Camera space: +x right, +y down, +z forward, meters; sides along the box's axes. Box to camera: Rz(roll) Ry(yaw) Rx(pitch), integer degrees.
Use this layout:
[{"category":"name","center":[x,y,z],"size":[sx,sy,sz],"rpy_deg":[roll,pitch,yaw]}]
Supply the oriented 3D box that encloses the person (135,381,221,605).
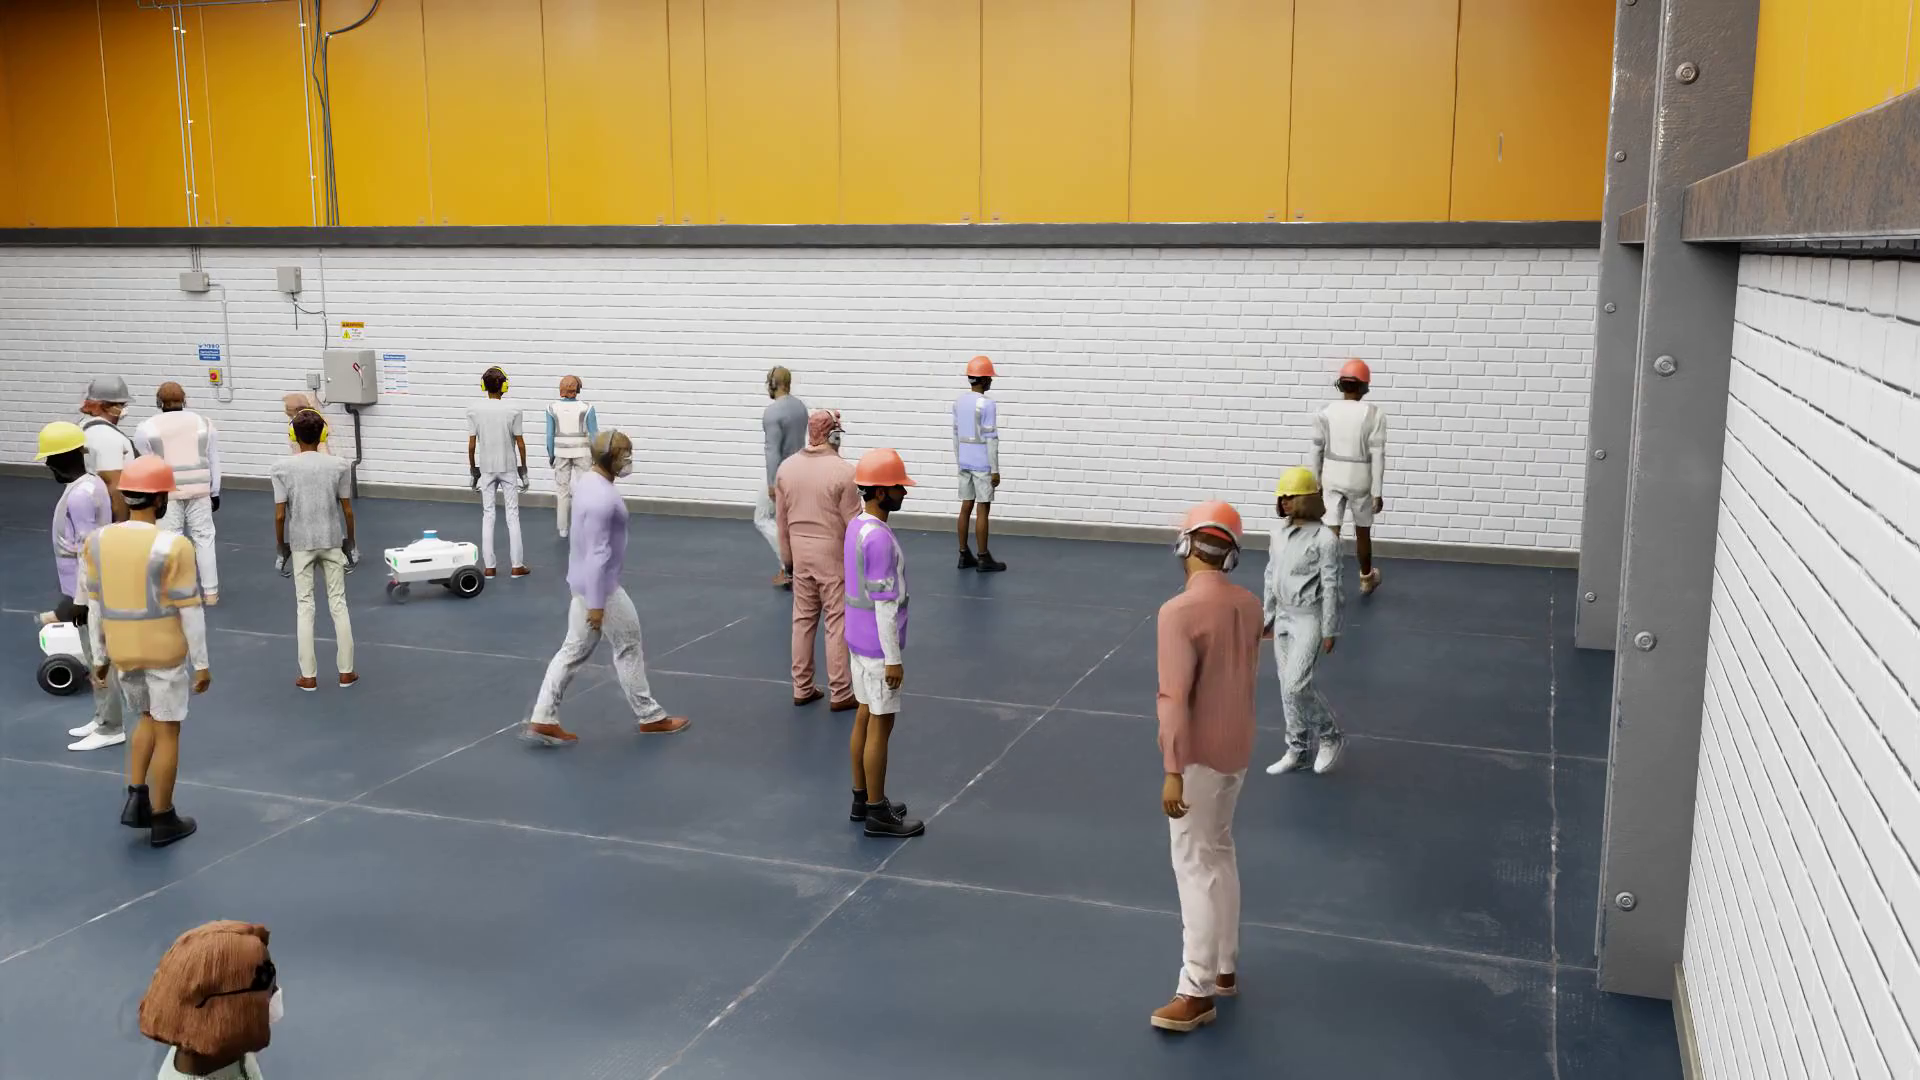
[{"category":"person","center":[-6.289,-0.359,13.413],"size":[0.625,1.841,0.429],"rpy_deg":[-7,12,-36]}]

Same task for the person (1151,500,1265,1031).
[{"category":"person","center":[0.895,0.846,6.359],"size":[0.434,1.952,0.789],"rpy_deg":[8,13,37]}]

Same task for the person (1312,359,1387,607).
[{"category":"person","center":[3.198,-0.470,13.578],"size":[0.639,1.995,1.003],"rpy_deg":[6,12,30]}]

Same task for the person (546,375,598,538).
[{"category":"person","center":[-3.862,-0.827,16.607],"size":[0.522,1.640,0.306],"rpy_deg":[0,10,0]}]

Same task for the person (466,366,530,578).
[{"category":"person","center":[-4.054,-0.591,14.632],"size":[0.530,1.871,0.323],"rpy_deg":[-1,10,-5]}]

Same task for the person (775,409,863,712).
[{"category":"person","center":[-0.843,0.125,10.502],"size":[0.652,1.904,0.403],"rpy_deg":[7,12,33]}]

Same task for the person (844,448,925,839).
[{"category":"person","center":[-0.390,0.506,8.262],"size":[0.355,1.938,0.545],"rpy_deg":[-3,11,-17]}]

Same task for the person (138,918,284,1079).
[{"category":"person","center":[-1.407,1.535,3.404],"size":[0.848,1.588,0.526],"rpy_deg":[-2,10,-13]}]

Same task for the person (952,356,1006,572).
[{"category":"person","center":[0.169,-0.682,14.947],"size":[0.370,1.939,0.543],"rpy_deg":[-8,13,-38]}]

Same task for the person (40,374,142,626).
[{"category":"person","center":[-6.302,-0.239,12.167],"size":[0.882,2.000,0.695],"rpy_deg":[-8,13,-38]}]

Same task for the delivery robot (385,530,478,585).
[{"category":"delivery robot","center":[-4.390,0.164,13.813],"size":[0.707,0.478,0.477],"rpy_deg":[-6,12,-30]}]

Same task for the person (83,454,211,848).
[{"category":"person","center":[-3.927,0.541,8.107],"size":[0.580,1.917,0.419],"rpy_deg":[2,10,9]}]

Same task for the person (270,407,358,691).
[{"category":"person","center":[-4.244,0.063,10.960],"size":[0.515,1.867,0.328],"rpy_deg":[-5,11,-26]}]

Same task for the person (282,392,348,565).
[{"category":"person","center":[-5.808,-0.533,15.021],"size":[0.506,1.605,0.531],"rpy_deg":[0,10,-2]}]

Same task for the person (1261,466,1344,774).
[{"category":"person","center":[1.845,0.457,9.118],"size":[0.365,1.734,0.483],"rpy_deg":[-5,11,-27]}]

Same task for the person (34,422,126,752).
[{"category":"person","center":[-5.099,0.265,9.676],"size":[0.379,1.918,0.585],"rpy_deg":[-5,11,-24]}]

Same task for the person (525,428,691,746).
[{"category":"person","center":[-2.119,0.284,9.713],"size":[0.988,1.881,0.650],"rpy_deg":[-4,11,-22]}]

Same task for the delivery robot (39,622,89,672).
[{"category":"delivery robot","center":[-5.690,0.655,11.049],"size":[0.707,0.478,0.477],"rpy_deg":[-3,11,-18]}]

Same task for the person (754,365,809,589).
[{"category":"person","center":[-1.507,-0.527,14.167],"size":[0.457,1.909,0.643],"rpy_deg":[5,11,26]}]
